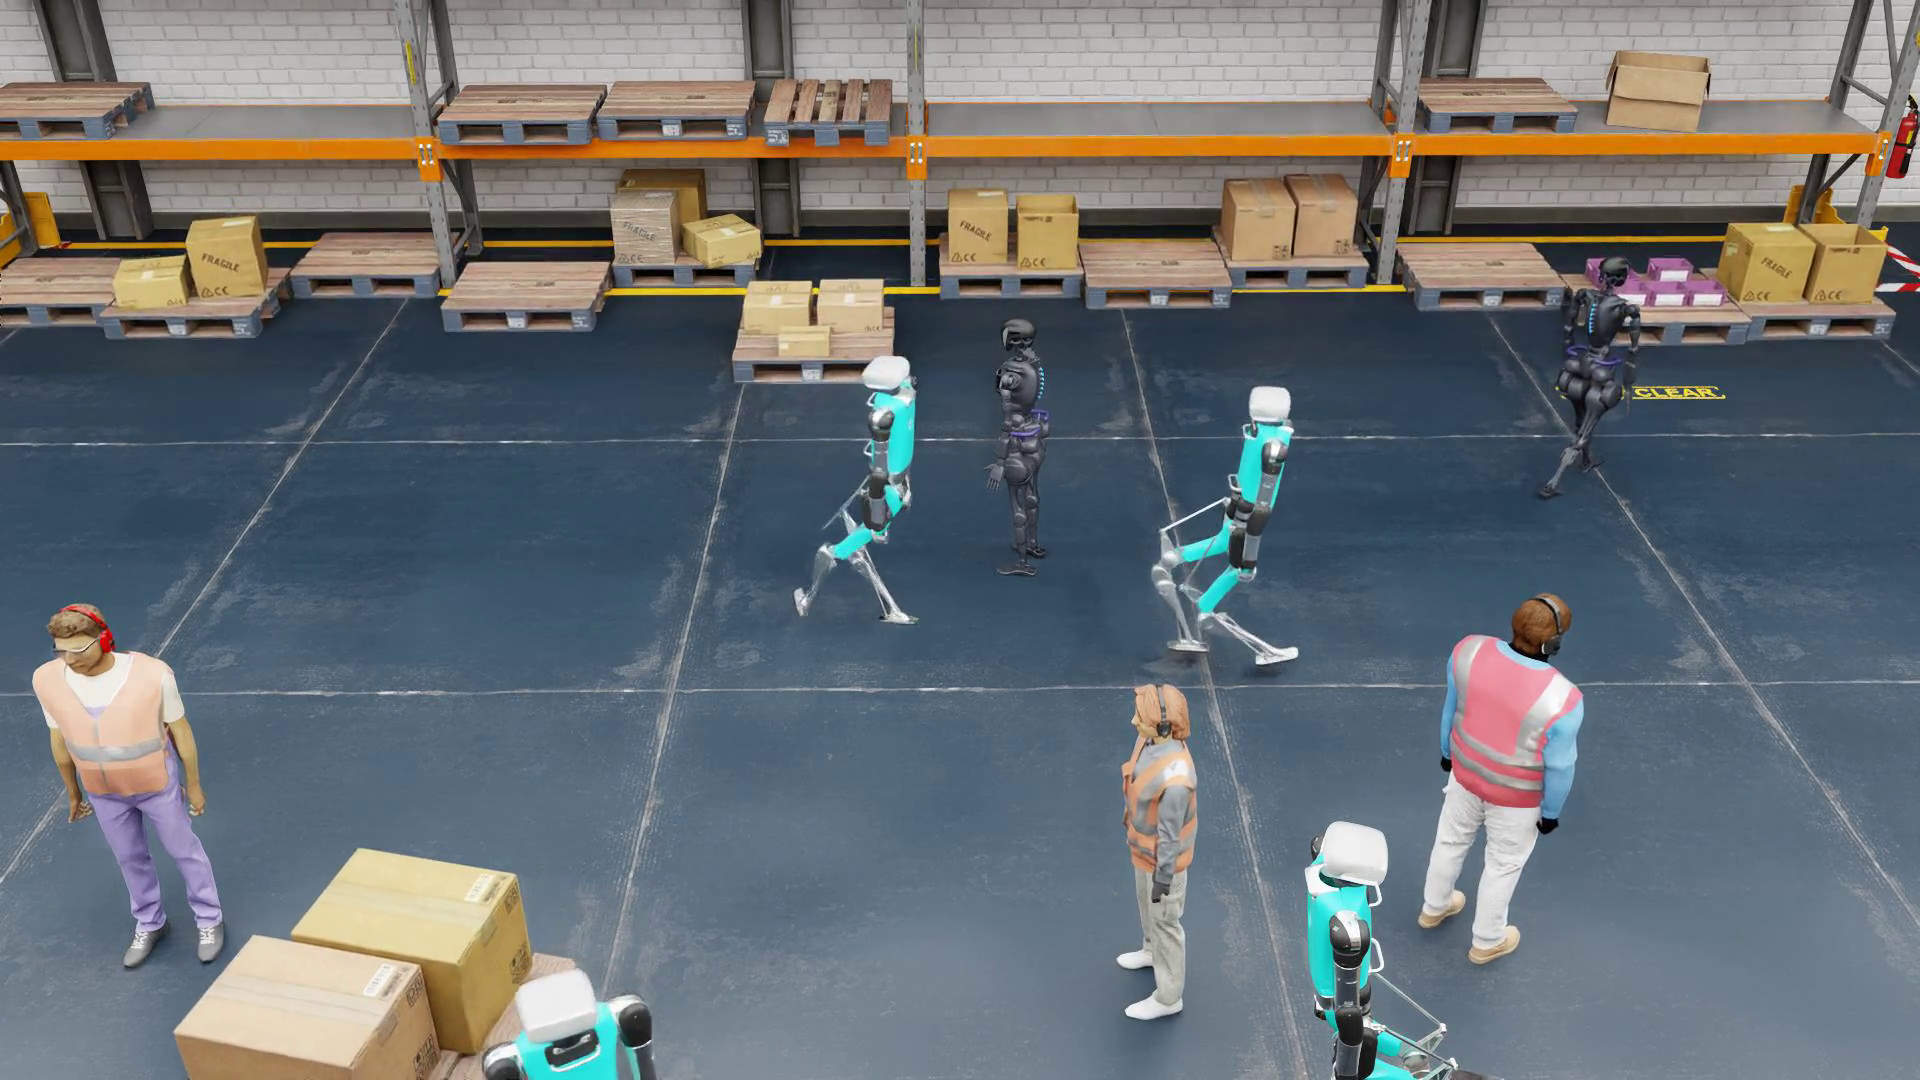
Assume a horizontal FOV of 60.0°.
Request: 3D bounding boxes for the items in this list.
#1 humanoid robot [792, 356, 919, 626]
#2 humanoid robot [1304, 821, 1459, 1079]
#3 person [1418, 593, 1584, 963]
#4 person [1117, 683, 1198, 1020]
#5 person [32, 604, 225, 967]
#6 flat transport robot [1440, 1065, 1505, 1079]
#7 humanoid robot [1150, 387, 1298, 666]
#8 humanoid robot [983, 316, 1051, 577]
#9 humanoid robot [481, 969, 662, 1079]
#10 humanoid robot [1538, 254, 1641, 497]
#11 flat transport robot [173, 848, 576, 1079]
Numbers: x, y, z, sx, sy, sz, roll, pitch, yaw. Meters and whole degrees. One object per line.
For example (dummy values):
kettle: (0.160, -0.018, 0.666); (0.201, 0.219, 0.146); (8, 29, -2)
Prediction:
humanoid robot: (-0.669, -0.232, 9.414); (0.890, 1.815, 0.566); (8, 32, 13)
humanoid robot: (1.549, 1.715, 6.001); (0.735, 1.677, 0.533); (1, 31, 2)
person: (2.345, 1.022, 7.198); (0.431, 1.836, 0.629); (-23, 38, -34)
person: (0.825, 1.285, 6.952); (0.310, 1.629, 0.515); (-4, 31, -6)
person: (-3.544, 1.043, 7.143); (0.569, 1.843, 0.377); (-2, 31, -4)
flat transport robot: (2.376, 2.453, 6.327); (1.431, 0.231, 0.659); (10, 32, 16)
humanoid robot: (1.415, -0.025, 9.018); (0.965, 1.739, 0.549); (1, 31, 1)
humanoid robot: (0.355, -0.562, 9.966); (0.315, 1.657, 0.599); (12, 33, 19)
humanoid robot: (-1.033, 2.236, 5.264); (0.604, 1.778, 0.878); (-16, 34, -24)
humanoid robot: (4.155, -1.084, 10.898); (0.795, 1.622, 0.590); (-21, 37, -31)
flat transport robot: (-2.199, 2.262, 6.645); (1.431, 0.231, 0.659); (7, 32, 11)
